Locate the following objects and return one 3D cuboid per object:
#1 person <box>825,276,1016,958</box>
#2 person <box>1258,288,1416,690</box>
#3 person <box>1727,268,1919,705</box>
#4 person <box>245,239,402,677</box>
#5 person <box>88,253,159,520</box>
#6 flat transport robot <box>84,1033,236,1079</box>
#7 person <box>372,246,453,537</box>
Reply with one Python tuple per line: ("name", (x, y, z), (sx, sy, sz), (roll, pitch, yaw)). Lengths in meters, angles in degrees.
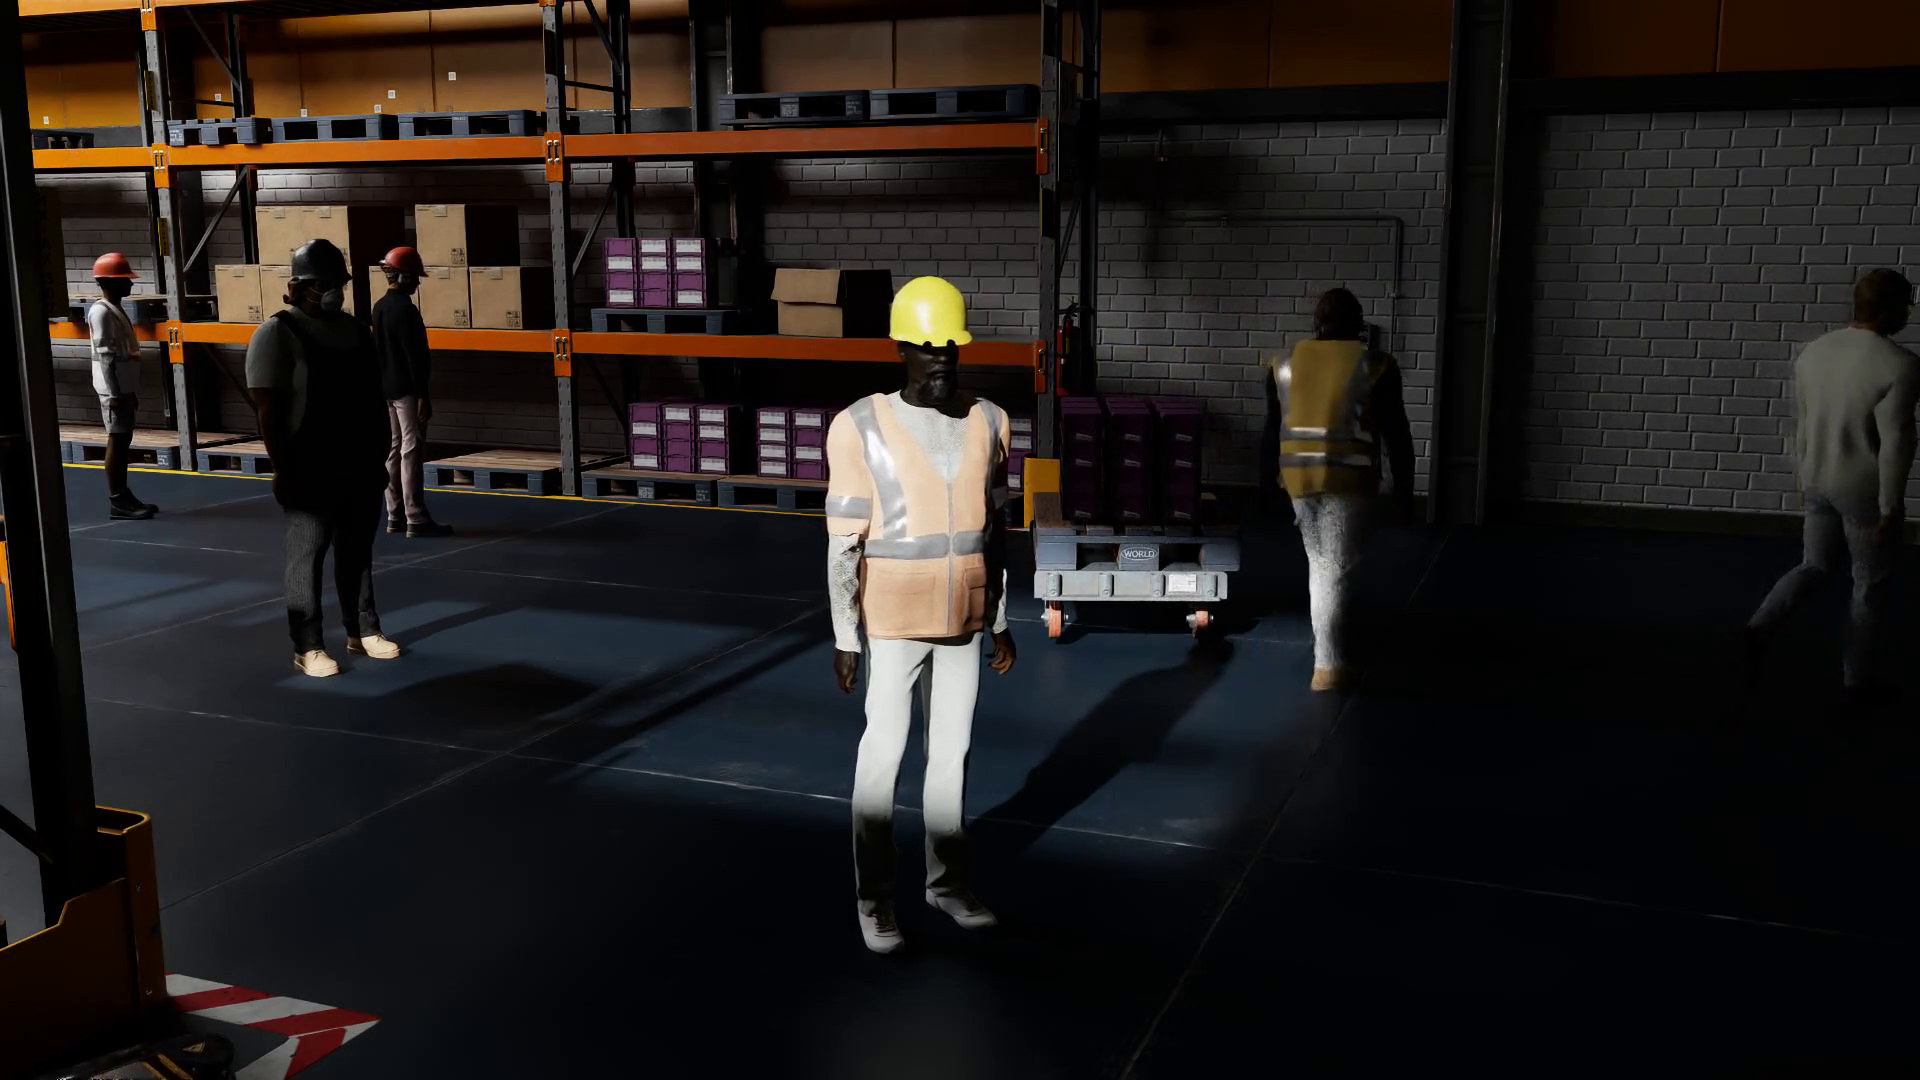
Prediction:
("person", (-0.090, 0.218, 4.761), (0.593, 1.924, 0.381), (-6, 12, -31))
("person", (1.738, -0.237, 7.629), (0.726, 1.801, 0.615), (8, 13, 38))
("person", (3.780, -0.207, 7.171), (0.749, 1.916, 0.634), (-4, 11, -19))
("person", (-2.944, -0.395, 7.859), (0.539, 2.000, 0.689), (5, 11, 27))
("person", (-6.131, -1.116, 12.165), (0.358, 1.938, 0.542), (-3, 11, -16))
("flat transport robot", (-1.983, 1.338, 3.136), (0.652, 0.197, 1.431), (9, 14, 42))
("person", (-3.806, -1.014, 11.455), (0.386, 1.989, 0.608), (-9, 14, -42))
